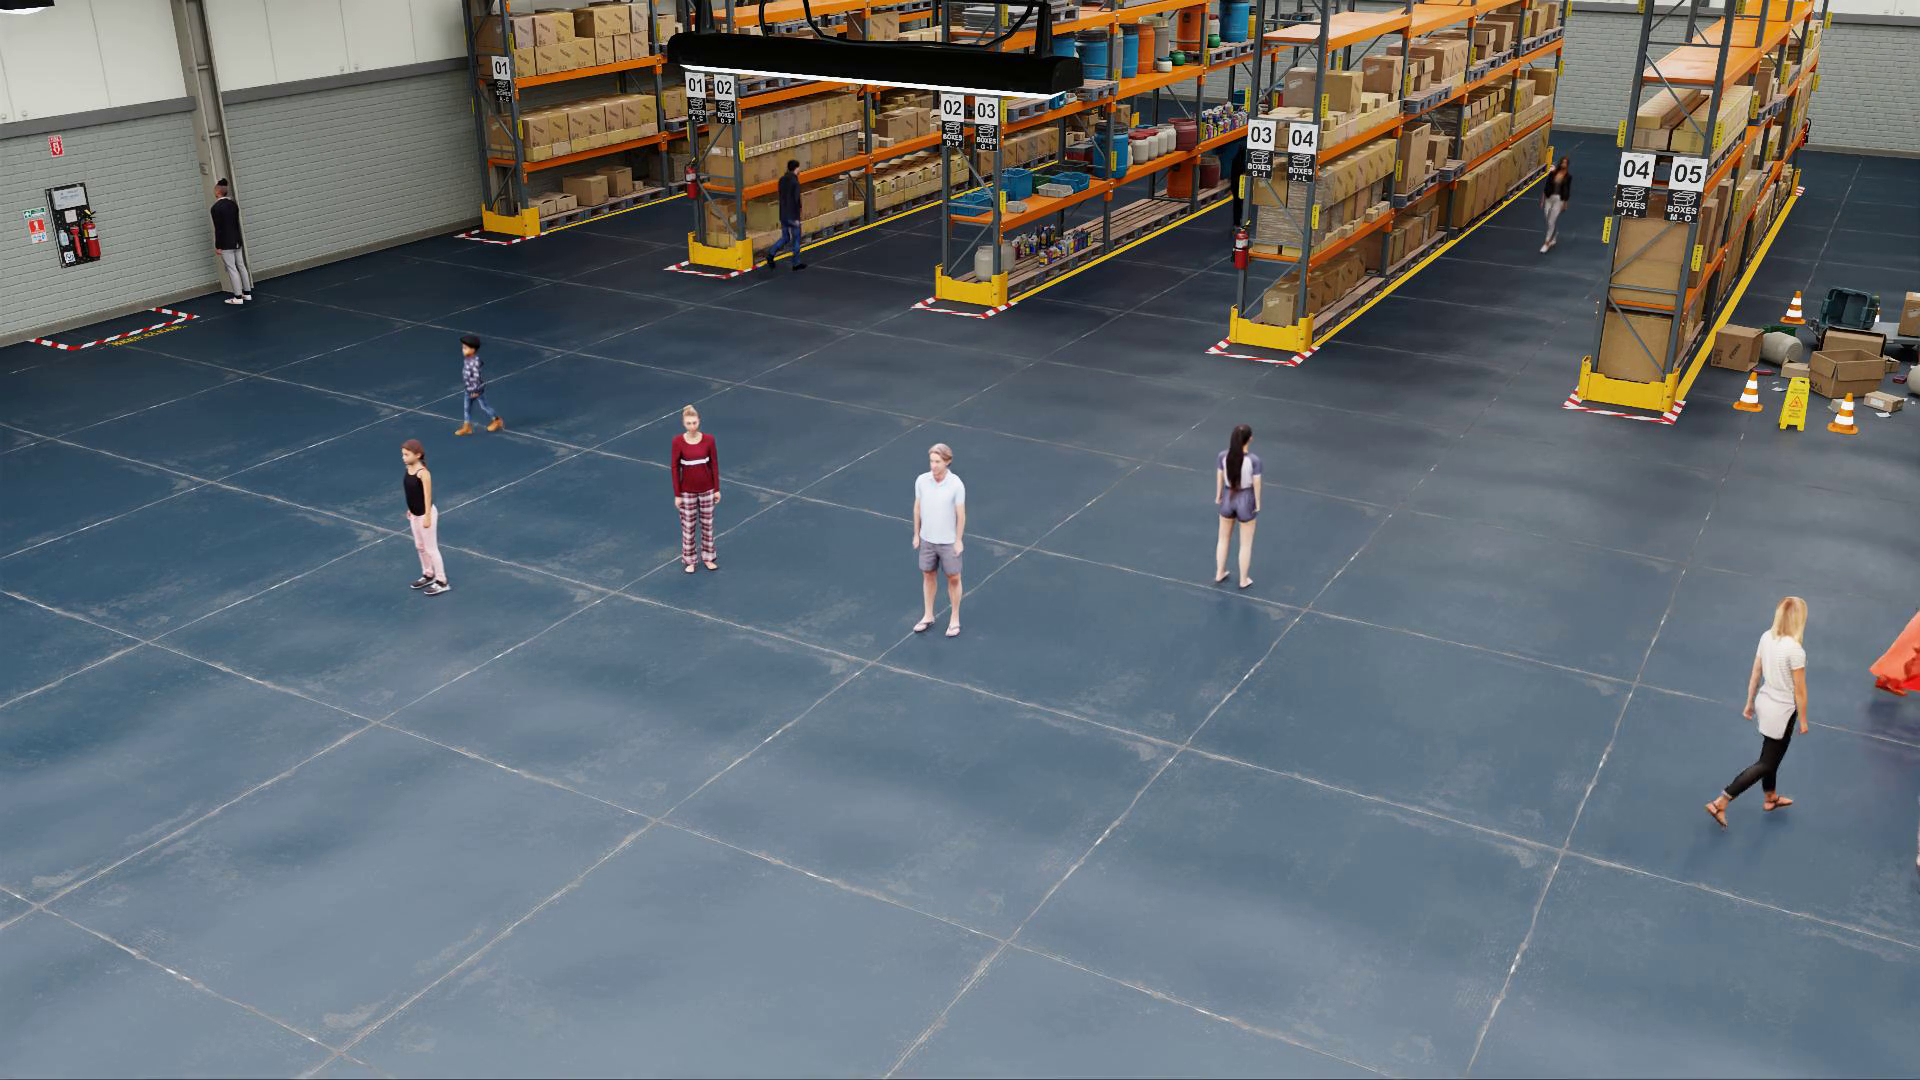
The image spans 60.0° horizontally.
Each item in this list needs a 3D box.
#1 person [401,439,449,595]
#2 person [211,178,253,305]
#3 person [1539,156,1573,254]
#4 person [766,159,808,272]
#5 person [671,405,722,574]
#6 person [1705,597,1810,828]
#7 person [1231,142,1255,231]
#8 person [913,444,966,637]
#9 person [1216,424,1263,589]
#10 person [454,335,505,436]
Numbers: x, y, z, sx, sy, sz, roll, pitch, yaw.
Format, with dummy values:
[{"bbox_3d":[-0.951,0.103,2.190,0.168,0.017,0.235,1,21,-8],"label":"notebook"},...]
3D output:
[{"bbox_3d":[-5.199,-0.247,16.076,0.576,1.564,0.555,-21,31,-40],"label":"person"},{"bbox_3d":[-11.421,-4.686,26.021,0.828,1.950,0.643,5,24,13],"label":"person"},{"bbox_3d":[10.499,-5.935,29.311,0.695,1.673,1.086,18,29,36],"label":"person"},{"bbox_3d":[-2.917,-5.397,27.798,1.093,1.867,0.848,-20,30,-39],"label":"person"},{"bbox_3d":[-2.617,-0.504,16.507,0.655,1.699,0.746,-9,25,-19],"label":"person"},{"bbox_3d":[5.895,1.294,12.153,1.115,1.798,1.096,-5,24,-11],"label":"person"},{"bbox_3d":[5.192,-6.525,30.789,0.644,1.603,0.650,11,26,25],"label":"person"},{"bbox_3d":[-0.169,-0.021,15.202,0.672,1.831,0.595,9,25,20],"label":"person"},{"bbox_3d":[2.702,-0.338,16.182,0.590,1.648,0.505,14,27,29],"label":"person"},{"bbox_3d":[-5.896,-1.894,20.378,0.901,1.227,0.682,-18,29,-35],"label":"person"}]
